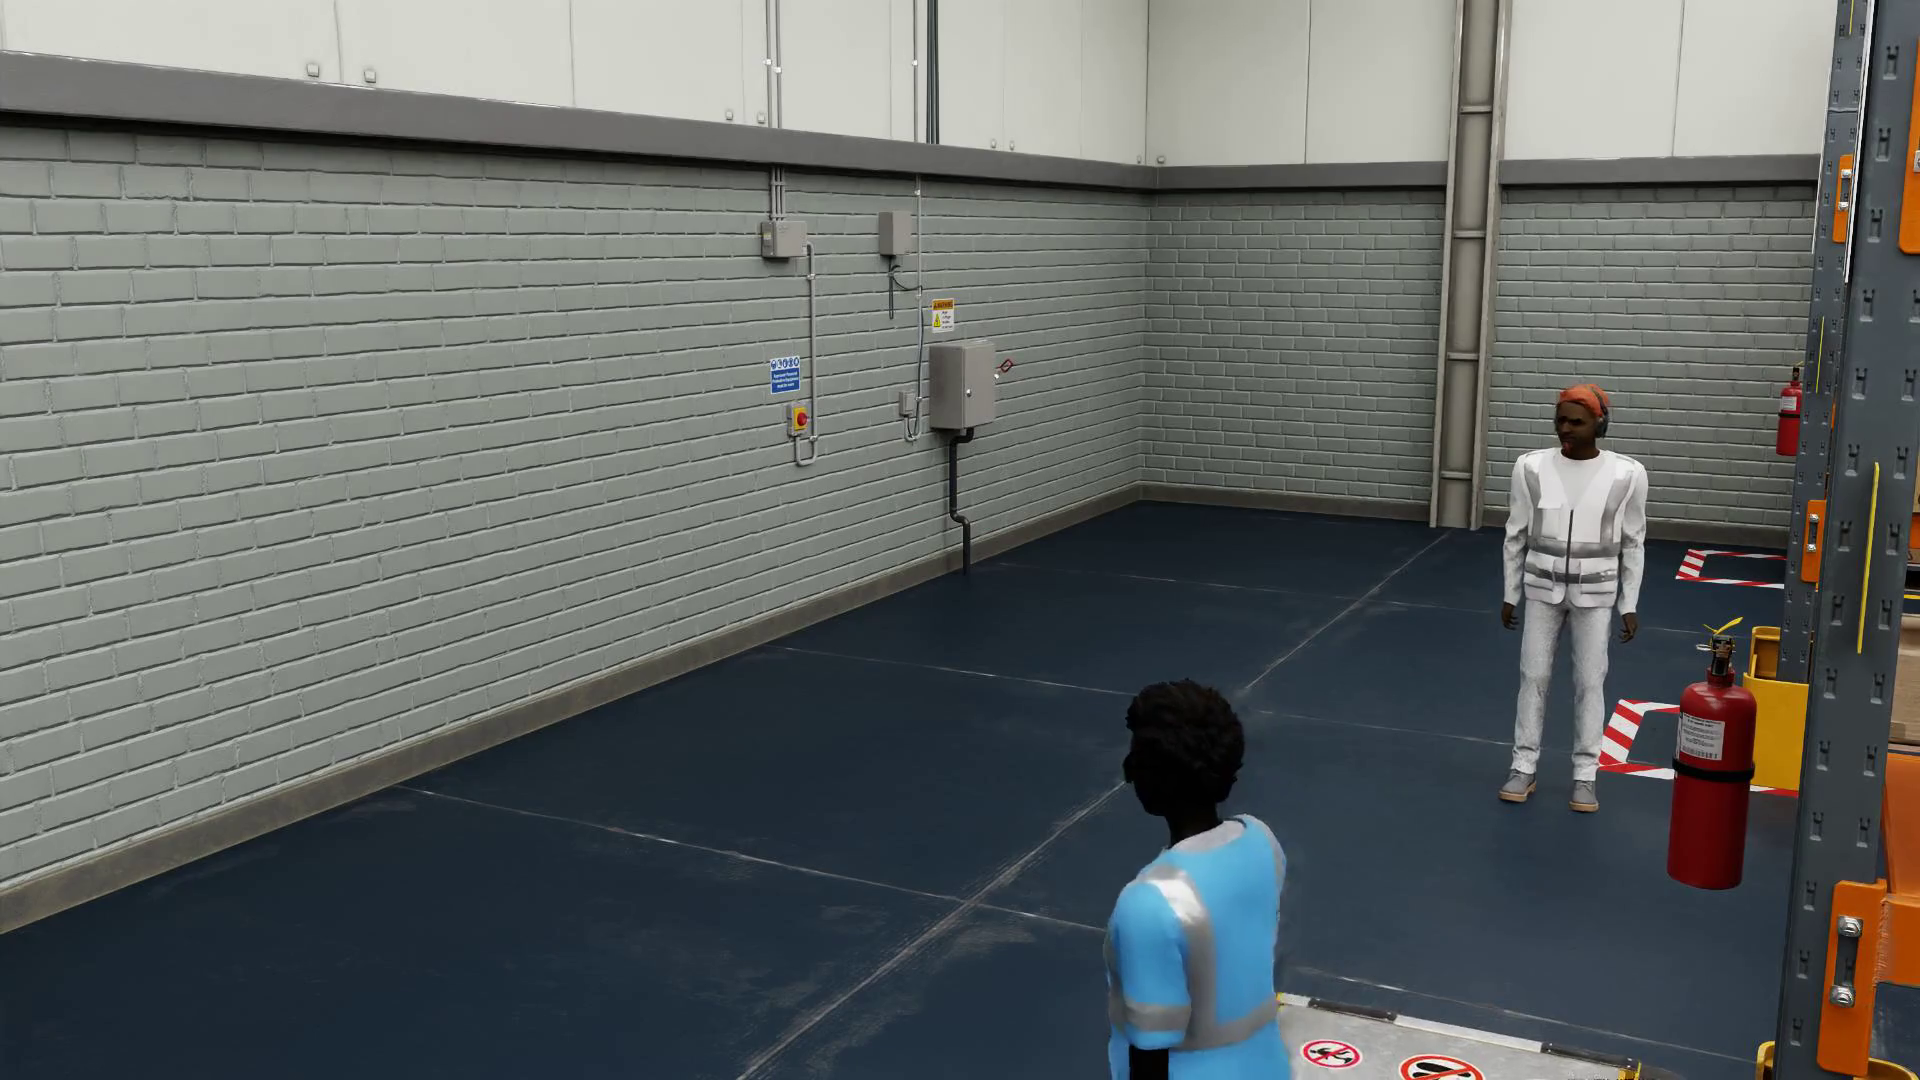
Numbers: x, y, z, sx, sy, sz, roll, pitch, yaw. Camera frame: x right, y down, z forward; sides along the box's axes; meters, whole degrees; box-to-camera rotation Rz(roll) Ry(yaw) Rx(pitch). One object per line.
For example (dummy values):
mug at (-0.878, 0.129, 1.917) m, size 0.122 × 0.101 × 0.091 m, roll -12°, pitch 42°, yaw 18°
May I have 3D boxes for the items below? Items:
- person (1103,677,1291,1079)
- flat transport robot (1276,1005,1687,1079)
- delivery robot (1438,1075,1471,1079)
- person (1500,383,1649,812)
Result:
person at (0.409, 1.090, 3.269) m, size 0.451 × 1.683 × 0.542 m, roll 9°, pitch 14°, yaw 41°
flat transport robot at (1.241, 1.554, 4.600) m, size 1.431 × 0.197 × 0.652 m, roll 5°, pitch 11°, yaw 25°
delivery robot at (1.193, 1.506, 3.830) m, size 0.477 × 0.478 × 0.707 m, roll 5°, pitch 11°, yaw 25°
person at (2.674, 0.253, 7.295) m, size 0.578 × 1.881 × 0.346 m, roll 5°, pitch 12°, yaw 27°
